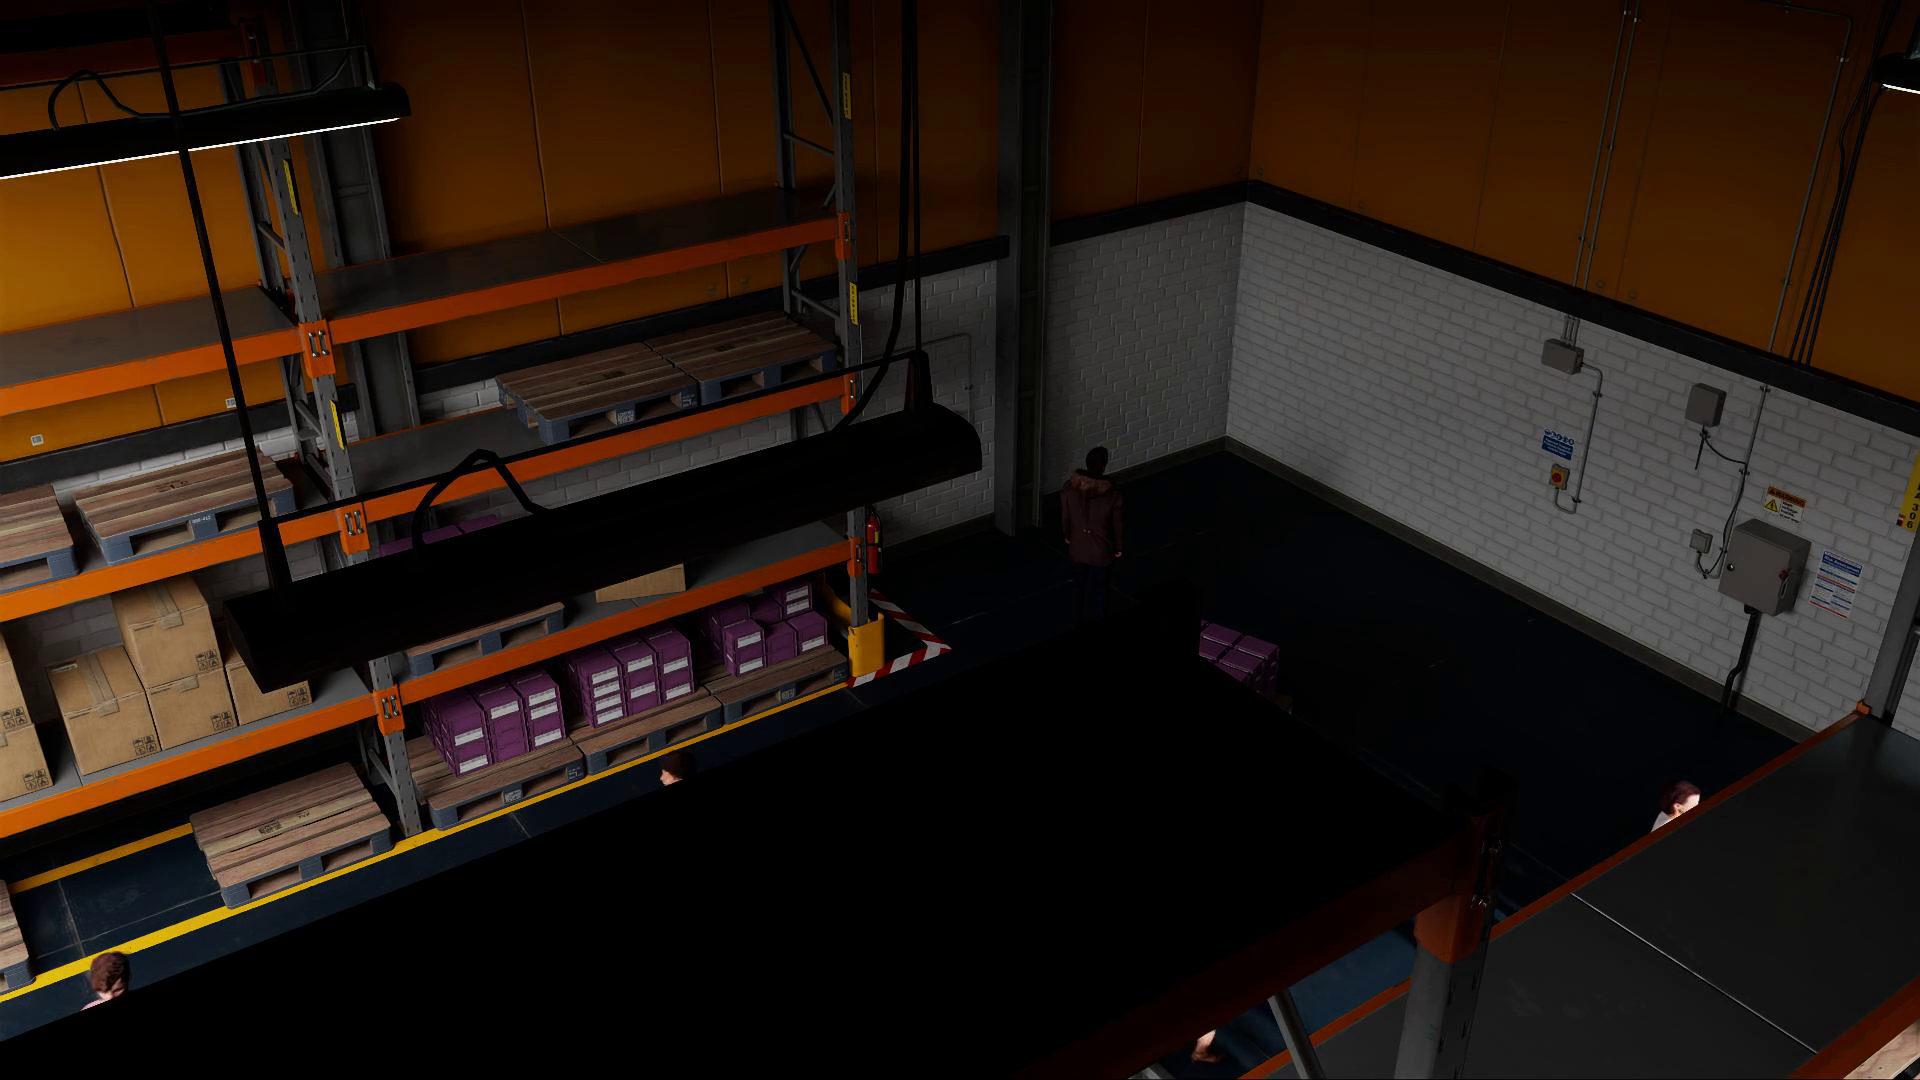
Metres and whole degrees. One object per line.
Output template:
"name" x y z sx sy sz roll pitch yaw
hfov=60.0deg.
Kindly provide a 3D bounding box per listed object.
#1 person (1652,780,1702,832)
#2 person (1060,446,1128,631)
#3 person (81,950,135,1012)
"person" 4.431 2.268 10.600 0.746 1.795 0.626 12 31 22
"person" 1.166 0.032 14.648 0.868 1.846 0.861 14 31 23
"person" -4.451 3.007 9.073 0.480 1.960 0.688 -17 33 -28
